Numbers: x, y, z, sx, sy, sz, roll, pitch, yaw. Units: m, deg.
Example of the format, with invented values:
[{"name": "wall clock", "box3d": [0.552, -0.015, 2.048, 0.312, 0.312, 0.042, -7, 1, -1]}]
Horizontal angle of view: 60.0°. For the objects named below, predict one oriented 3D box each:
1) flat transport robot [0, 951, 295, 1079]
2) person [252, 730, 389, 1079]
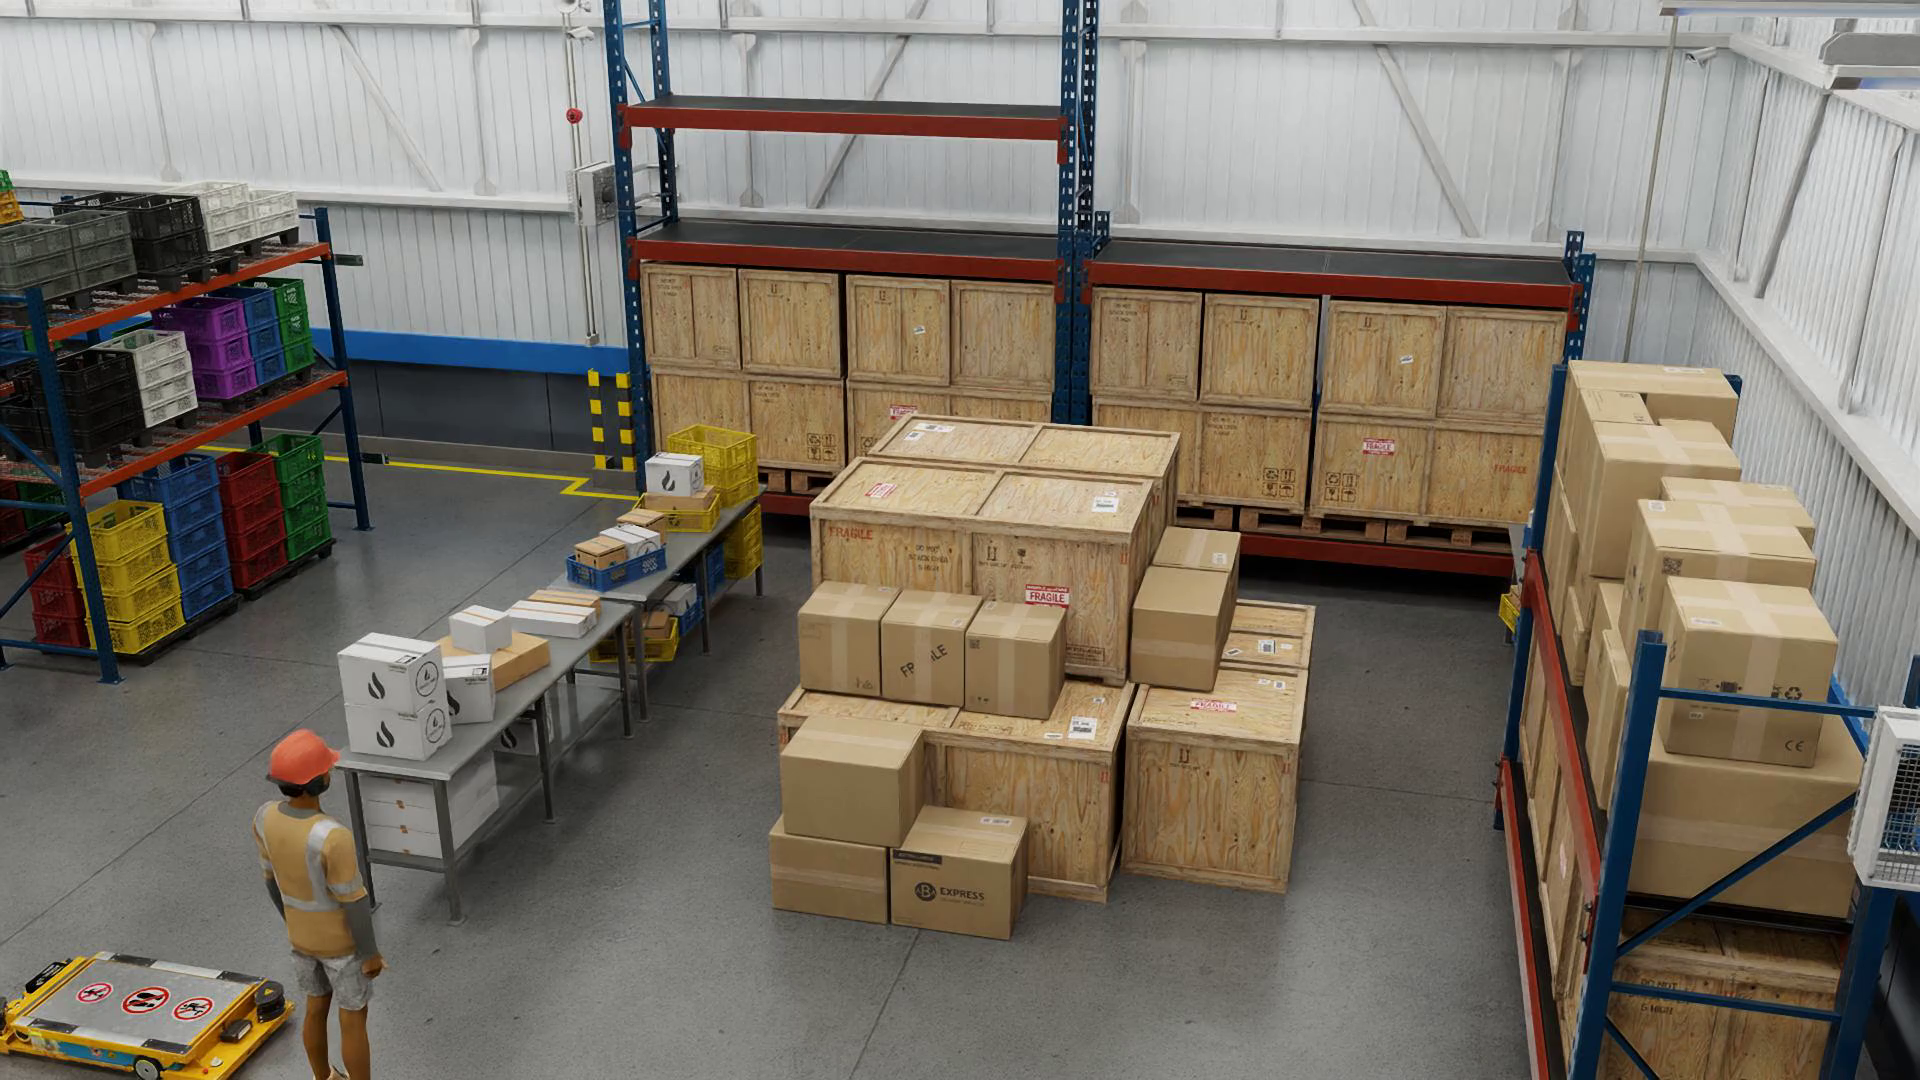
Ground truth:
[{"name": "flat transport robot", "box3d": [-4.270, 2.464, 8.601, 1.431, 0.231, 0.659, 5, 22, 13]}, {"name": "person", "box3d": [-2.951, 1.822, 7.791, 0.605, 2.048, 0.366, 11, 24, 27]}]
